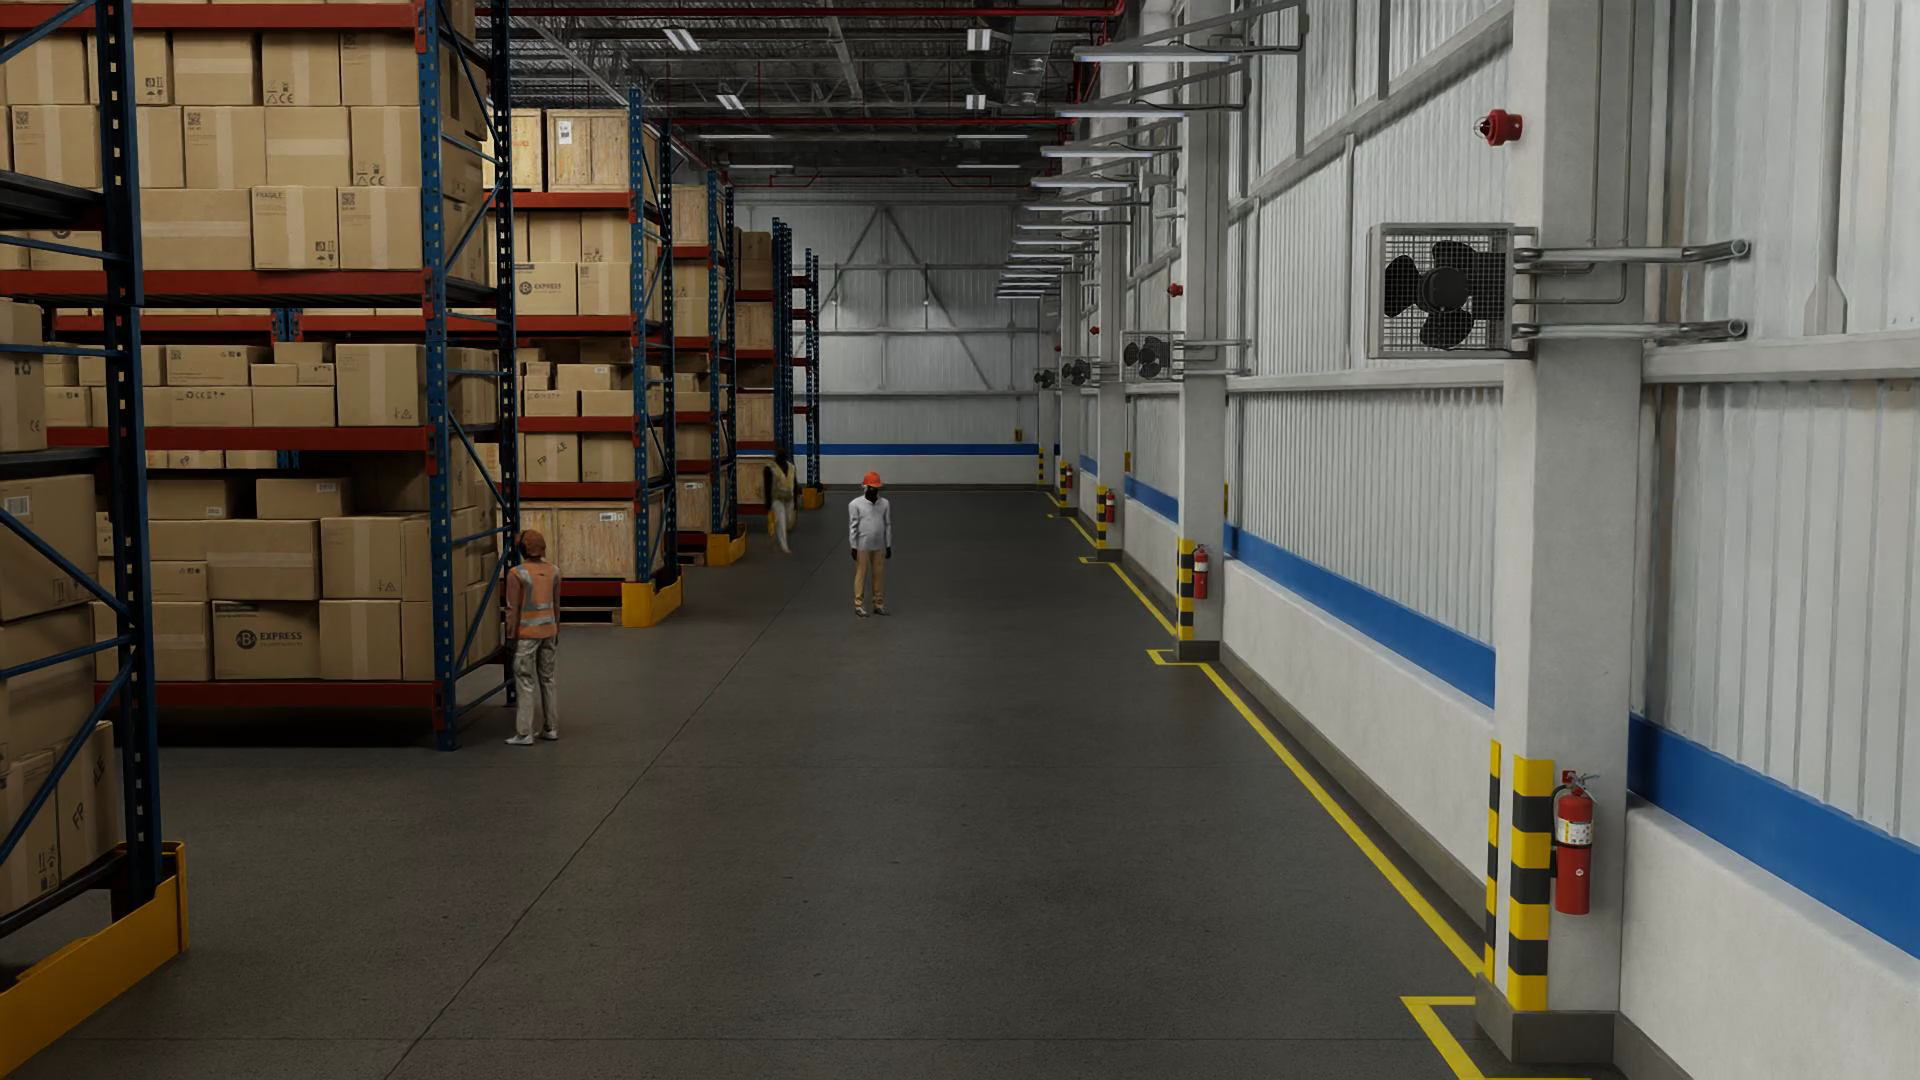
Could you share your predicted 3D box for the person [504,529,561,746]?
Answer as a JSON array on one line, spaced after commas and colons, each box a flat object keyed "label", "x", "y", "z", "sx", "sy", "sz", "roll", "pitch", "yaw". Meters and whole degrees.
[{"label": "person", "x": -3.218, "y": 0.733, "z": 12.579, "sx": 0.312, "sy": 1.632, "sz": 0.525, "roll": 3, "pitch": 6, "yaw": 32}]

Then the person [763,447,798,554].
[{"label": "person", "x": -3.035, "y": -0.671, "z": 27.955, "sx": 0.643, "sy": 1.809, "sz": 0.647, "roll": -4, "pitch": 6, "yaw": -38}]

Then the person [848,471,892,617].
[{"label": "person", "x": -1.058, "y": 0.052, "z": 19.843, "sx": 0.566, "sy": 1.744, "sz": 0.349, "roll": -3, "pitch": 6, "yaw": -32}]
